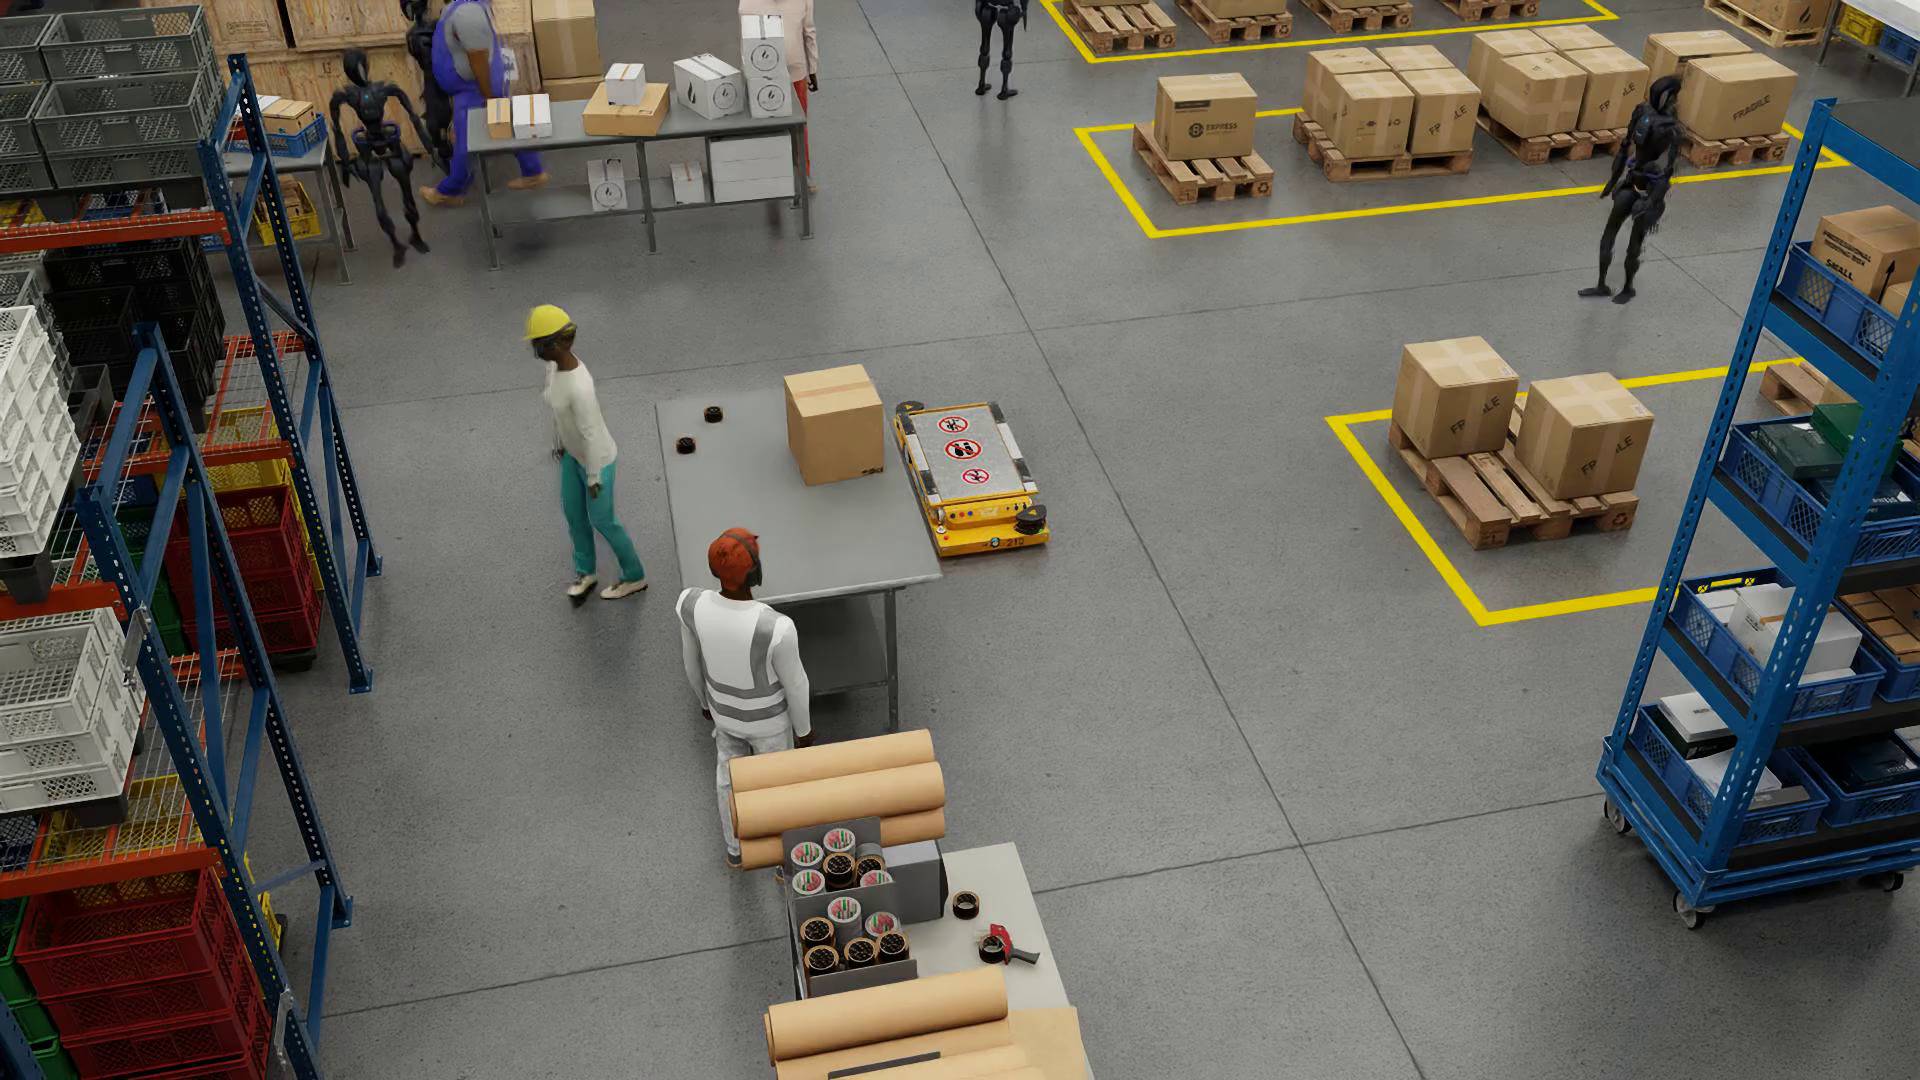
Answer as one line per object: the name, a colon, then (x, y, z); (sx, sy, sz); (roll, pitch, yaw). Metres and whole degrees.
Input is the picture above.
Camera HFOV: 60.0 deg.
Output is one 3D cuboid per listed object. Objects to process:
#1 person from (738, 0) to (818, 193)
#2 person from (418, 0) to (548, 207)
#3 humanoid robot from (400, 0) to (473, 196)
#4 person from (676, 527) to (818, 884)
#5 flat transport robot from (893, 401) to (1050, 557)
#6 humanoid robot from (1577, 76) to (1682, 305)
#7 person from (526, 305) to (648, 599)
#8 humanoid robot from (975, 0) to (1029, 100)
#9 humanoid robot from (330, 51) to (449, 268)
person: (-1.397, -3.647, 13.021); (0.615, 1.985, 0.407); (-13, 39, -17)
person: (-3.813, -3.616, 12.931); (1.002, 2.000, 0.694); (-7, 37, -9)
humanoid robot: (-4.133, -3.496, 13.071); (0.382, 1.654, 0.629); (-12, 38, -15)
person: (-0.897, 0.739, 7.209); (0.574, 1.882, 0.356); (14, 39, 18)
flat transport robot: (0.046, -0.430, 10.108); (0.652, 0.197, 1.431); (-8, 37, -10)
humanoid robot: (4.744, -2.441, 11.660); (0.421, 1.650, 0.653); (-13, 38, -16)
person: (-2.061, -0.440, 8.927); (0.445, 1.723, 0.565); (-21, 42, -26)
humanoid robot: (0.359, -4.786, 14.799); (0.563, 1.652, 0.357); (19, 41, 24)
humanoid robot: (-4.158, -2.811, 12.167); (0.728, 1.624, 0.564); (-15, 39, -20)
